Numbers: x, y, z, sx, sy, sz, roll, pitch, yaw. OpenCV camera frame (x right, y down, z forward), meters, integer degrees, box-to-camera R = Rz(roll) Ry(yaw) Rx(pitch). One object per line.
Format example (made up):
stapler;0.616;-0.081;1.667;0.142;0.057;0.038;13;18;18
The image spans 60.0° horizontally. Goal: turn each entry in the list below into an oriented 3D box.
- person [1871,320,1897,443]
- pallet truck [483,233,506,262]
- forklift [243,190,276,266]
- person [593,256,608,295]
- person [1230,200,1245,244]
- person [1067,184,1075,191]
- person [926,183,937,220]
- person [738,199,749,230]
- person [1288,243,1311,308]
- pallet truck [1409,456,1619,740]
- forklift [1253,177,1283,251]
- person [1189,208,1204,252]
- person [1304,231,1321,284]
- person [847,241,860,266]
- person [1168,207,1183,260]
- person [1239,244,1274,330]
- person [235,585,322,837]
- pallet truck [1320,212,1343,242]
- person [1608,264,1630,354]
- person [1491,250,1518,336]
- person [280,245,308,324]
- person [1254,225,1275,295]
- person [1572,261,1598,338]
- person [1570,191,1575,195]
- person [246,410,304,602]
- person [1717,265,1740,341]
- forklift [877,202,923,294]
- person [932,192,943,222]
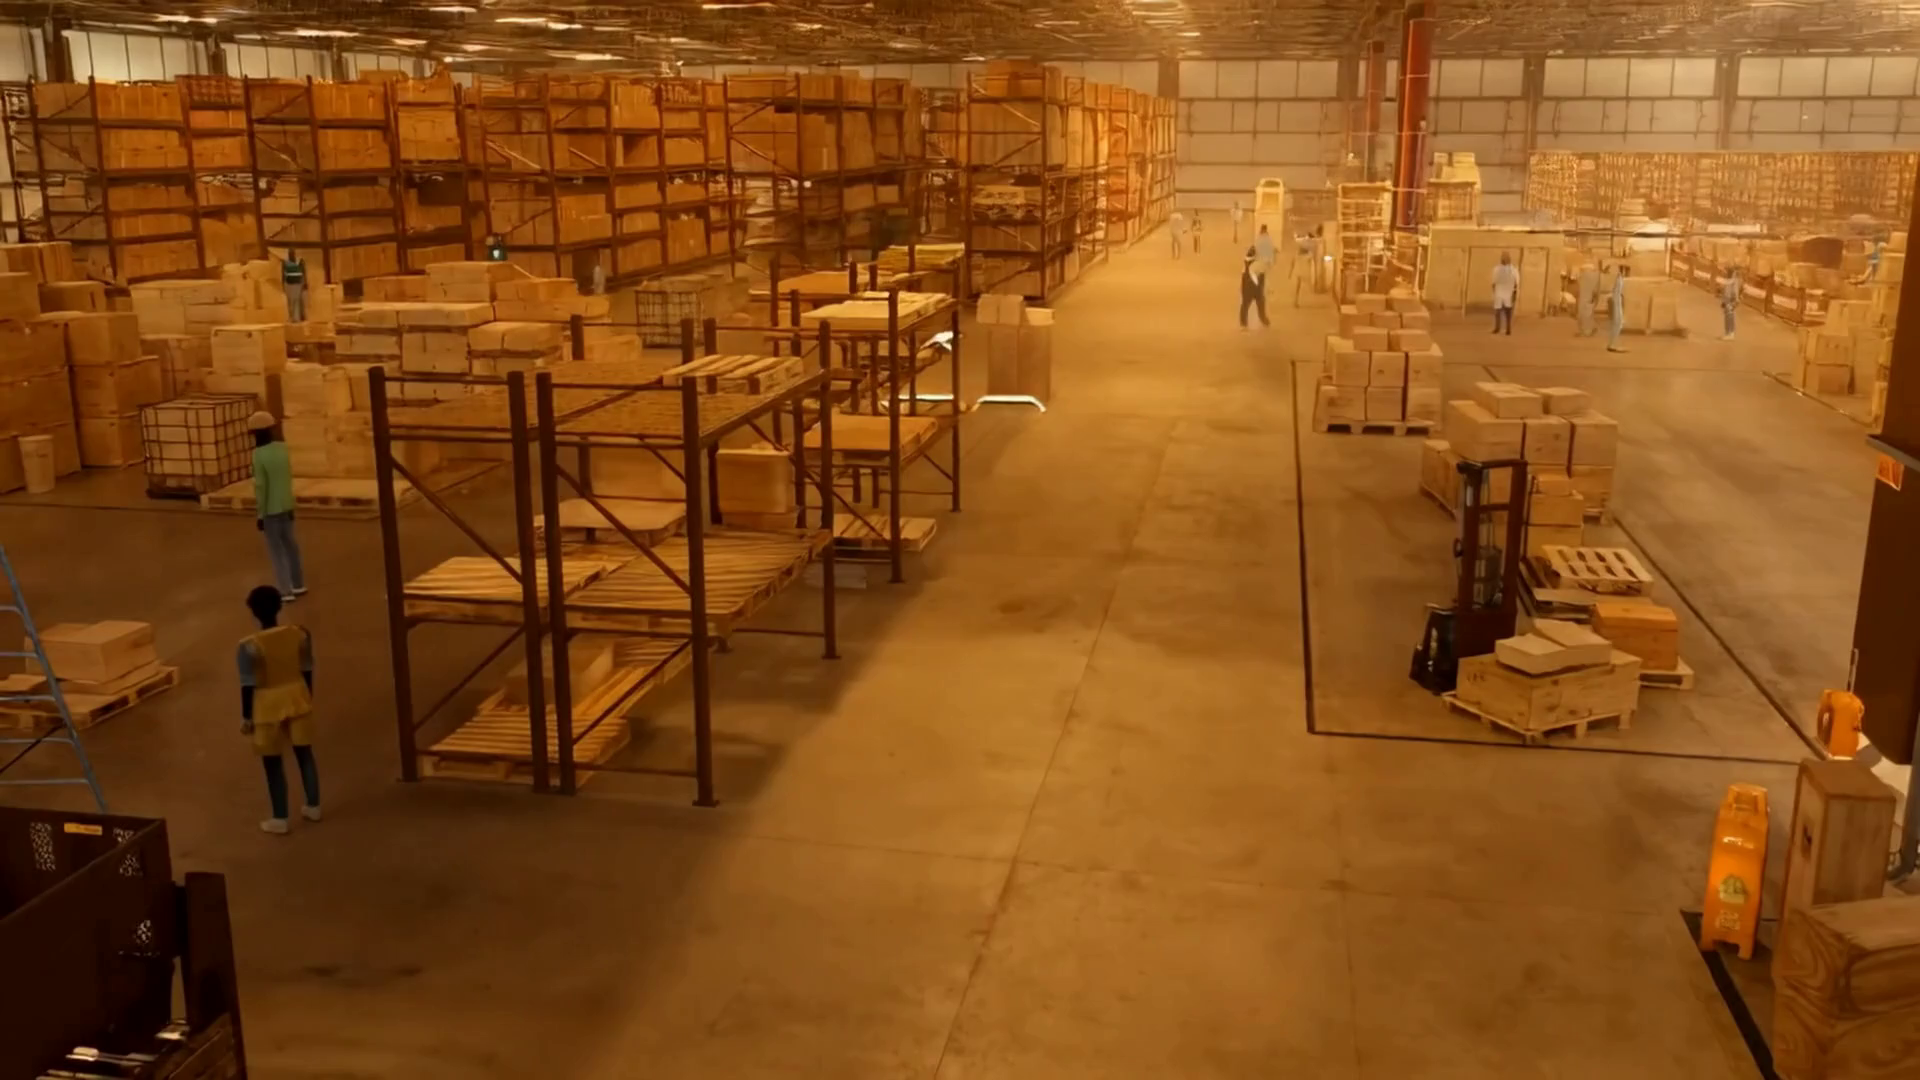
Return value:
person;13.727;-2.300;24.522;0.392;1.920;0.592;2;14;7
pallet truck;-11.832;-7.026;43.548;1.885;1.965;0.823;8;16;28
forklift;-20.924;-9.306;50.987;1.873;2.768;1.129;3;14;10
person;-8.740;-6.084;40.476;0.374;1.631;0.536;-3;14;-12
person;11.529;-13.194;69.040;0.583;1.786;0.913;4;14;16
person;5.937;-18.495;90.461;0.653;1.822;0.552;1;14;4
person;-1.488;-17.637;86.782;0.656;1.931;1.009;5;15;18
person;-9.166;-13.525;70.083;0.650;1.923;0.493;2;14;9
person;8.968;-7.000;44.017;0.585;1.716;0.686;7;15;25
pallet truck;4.504;0.400;13.395;0.823;1.965;1.885;-6;15;-23
forklift;12.083;-12.747;64.956;1.129;2.768;1.873;3;14;10
person;9.139;-11.973;64.303;0.543;1.660;0.764;0;14;2
person;10.855;-8.716;51.234;0.492;1.605;0.817;4;15;17
person;-2.691;-6.700;42.495;0.414;1.883;0.596;-2;14;-7
person;7.839;-11.134;60.457;0.561;1.903;0.861;5;15;20
person;6.975;-5.956;39.112;0.969;2.000;0.708;-9;17;-34
person;-4.529;1.126;11.062;0.320;1.698;0.538;10;17;36
pallet truck;15.874;-13.227;70.310;0.680;1.201;1.601;10;17;35
person;13.931;-4.877;35.083;0.330;1.874;0.518;2;14;7
person;12.434;-5.643;38.029;0.598;1.959;0.387;13;19;42
person;-16.115;-6.170;40.262;0.611;1.909;0.396;-12;18;-40
person;8.639;-7.951;47.317;0.613;1.991;0.392;-2;14;-9
person;14.147;-5.427;37.578;0.425;1.753;0.523;9;16;31
person;32.676;-18.027;88.549;0.465;1.829;0.632;-4;14;-16
person;-6.838;-0.339;16.547;0.386;1.922;0.594;2;14;6
person;17.218;-5.301;37.184;0.320;1.691;0.536;0;14;2
forklift;-1.628;-7.237;42.586;1.129;2.768;1.873;3;14;10
person;-1.127;-17.337;85.983;0.542;1.731;0.883;8;16;29
